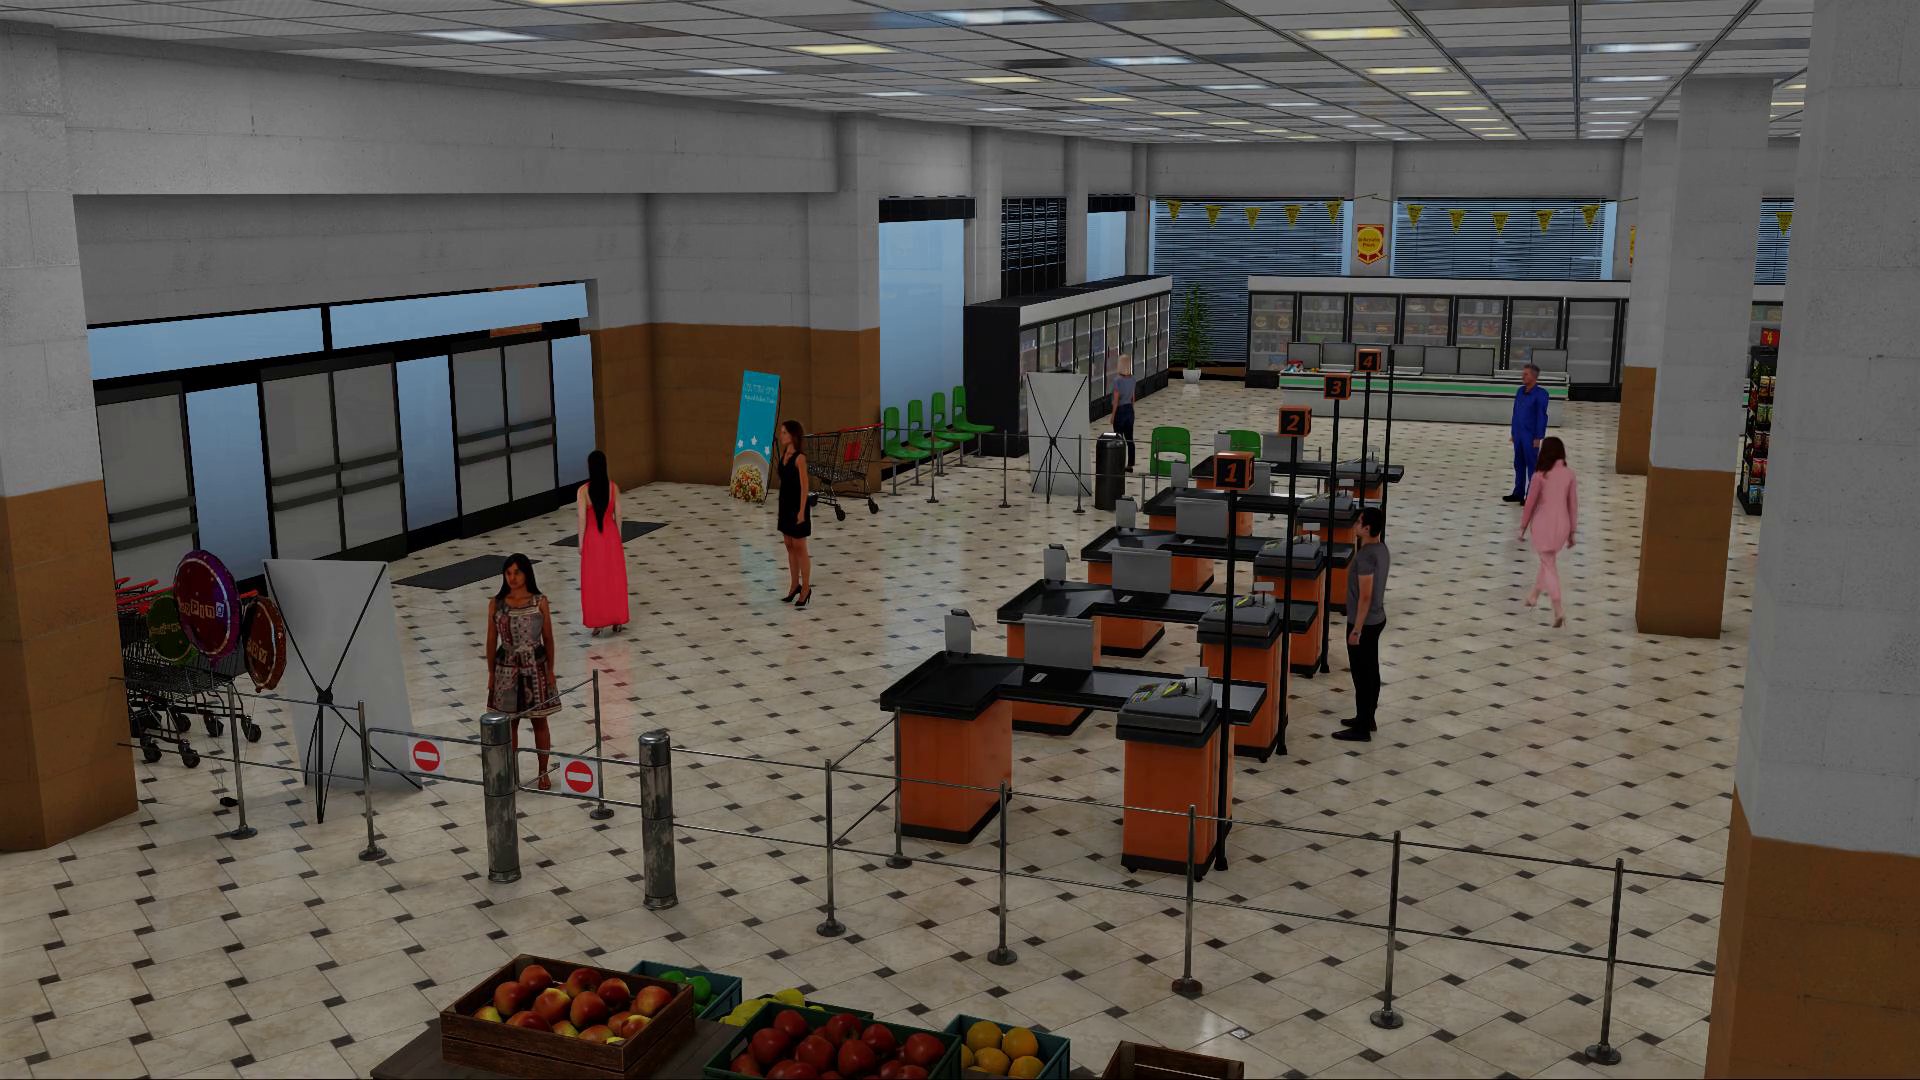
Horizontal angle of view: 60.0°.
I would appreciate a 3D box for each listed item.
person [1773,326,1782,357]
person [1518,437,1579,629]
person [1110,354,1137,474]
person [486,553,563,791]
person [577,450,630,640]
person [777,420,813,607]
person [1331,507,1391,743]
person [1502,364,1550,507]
[{"bbox_3d":[14.421,-2.958,29.546,0.620,1.667,0.699,5,13,21],"label":"person"},{"bbox_3d":[5.501,-0.019,15.418,1.193,1.737,1.014,-1,12,-4],"label":"person"},{"bbox_3d":[2.367,-1.819,24.005,0.656,1.722,0.672,-9,15,-37],"label":"person"},{"bbox_3d":[-2.972,0.892,11.316,0.639,1.645,0.784,-2,12,-7],"label":"person"},{"bbox_3d":[-3.279,0.035,15.194,0.716,1.726,0.754,-8,14,-33],"label":"person"},{"bbox_3d":[-1.628,-0.261,16.333,0.729,1.834,0.633,-9,15,-36],"label":"person"},{"bbox_3d":[3.024,0.609,12.392,0.563,1.755,0.622,5,13,24],"label":"person"},{"bbox_3d":[7.395,-1.376,21.642,0.810,1.829,0.779,-4,13,-20],"label":"person"}]
